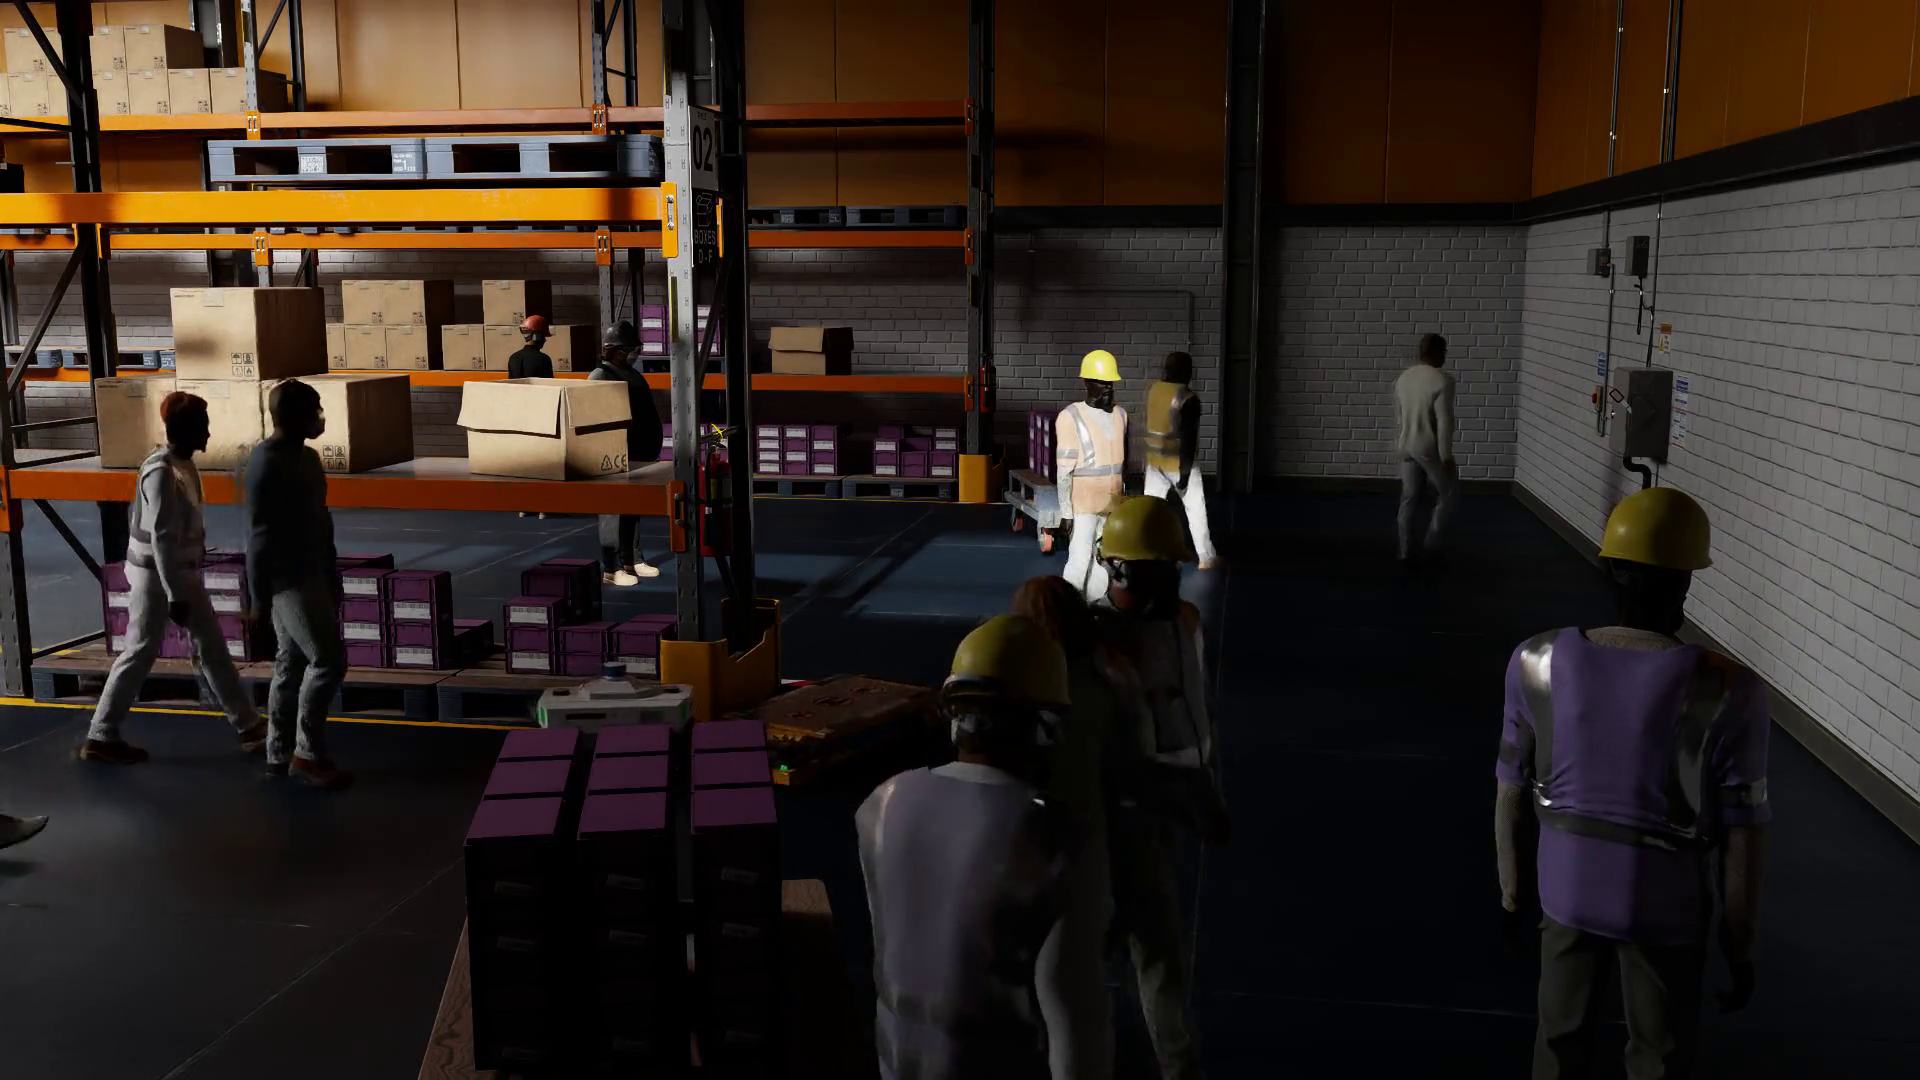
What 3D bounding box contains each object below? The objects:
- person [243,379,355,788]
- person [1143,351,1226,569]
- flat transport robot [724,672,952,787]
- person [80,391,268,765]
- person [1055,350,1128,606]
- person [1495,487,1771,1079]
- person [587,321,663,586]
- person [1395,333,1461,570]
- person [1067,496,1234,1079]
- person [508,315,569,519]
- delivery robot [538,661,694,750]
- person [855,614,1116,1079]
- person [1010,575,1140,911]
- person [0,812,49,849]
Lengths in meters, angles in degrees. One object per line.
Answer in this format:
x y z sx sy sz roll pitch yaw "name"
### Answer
-3.029 0.213 7.738 0.621 1.916 0.668 -1 9 -4 "person"
1.691 -0.622 13.368 0.946 1.791 0.607 -7 11 -36 "person"
-0.677 0.927 8.409 0.652 0.197 1.431 6 11 32 "flat transport robot"
-3.840 0.192 8.120 1.010 1.829 0.617 -1 9 -7 "person"
0.855 -0.226 10.439 0.595 1.925 0.373 -8 12 -42 "person"
1.544 0.834 3.857 0.595 1.925 0.371 7 12 39 "person"
-2.569 -0.682 12.919 0.537 2.000 0.682 3 10 16 "person"
3.810 -0.707 13.438 0.583 1.918 0.663 -5 10 -27 "person"
0.488 0.751 4.811 0.915 1.799 0.598 7 12 39 "person"
-4.144 -1.197 16.286 0.611 1.985 0.393 7 11 35 "person"
-1.631 0.821 7.899 0.707 0.478 0.477 -1 9 -5 "delivery robot"
0.096 1.029 3.149 0.641 1.760 0.928 8 12 40 "person"
0.255 0.881 4.649 0.490 1.586 0.870 -4 10 -23 "person"
-4.278 0.402 6.764 1.018 1.850 0.669 -4 10 -22 "person"
